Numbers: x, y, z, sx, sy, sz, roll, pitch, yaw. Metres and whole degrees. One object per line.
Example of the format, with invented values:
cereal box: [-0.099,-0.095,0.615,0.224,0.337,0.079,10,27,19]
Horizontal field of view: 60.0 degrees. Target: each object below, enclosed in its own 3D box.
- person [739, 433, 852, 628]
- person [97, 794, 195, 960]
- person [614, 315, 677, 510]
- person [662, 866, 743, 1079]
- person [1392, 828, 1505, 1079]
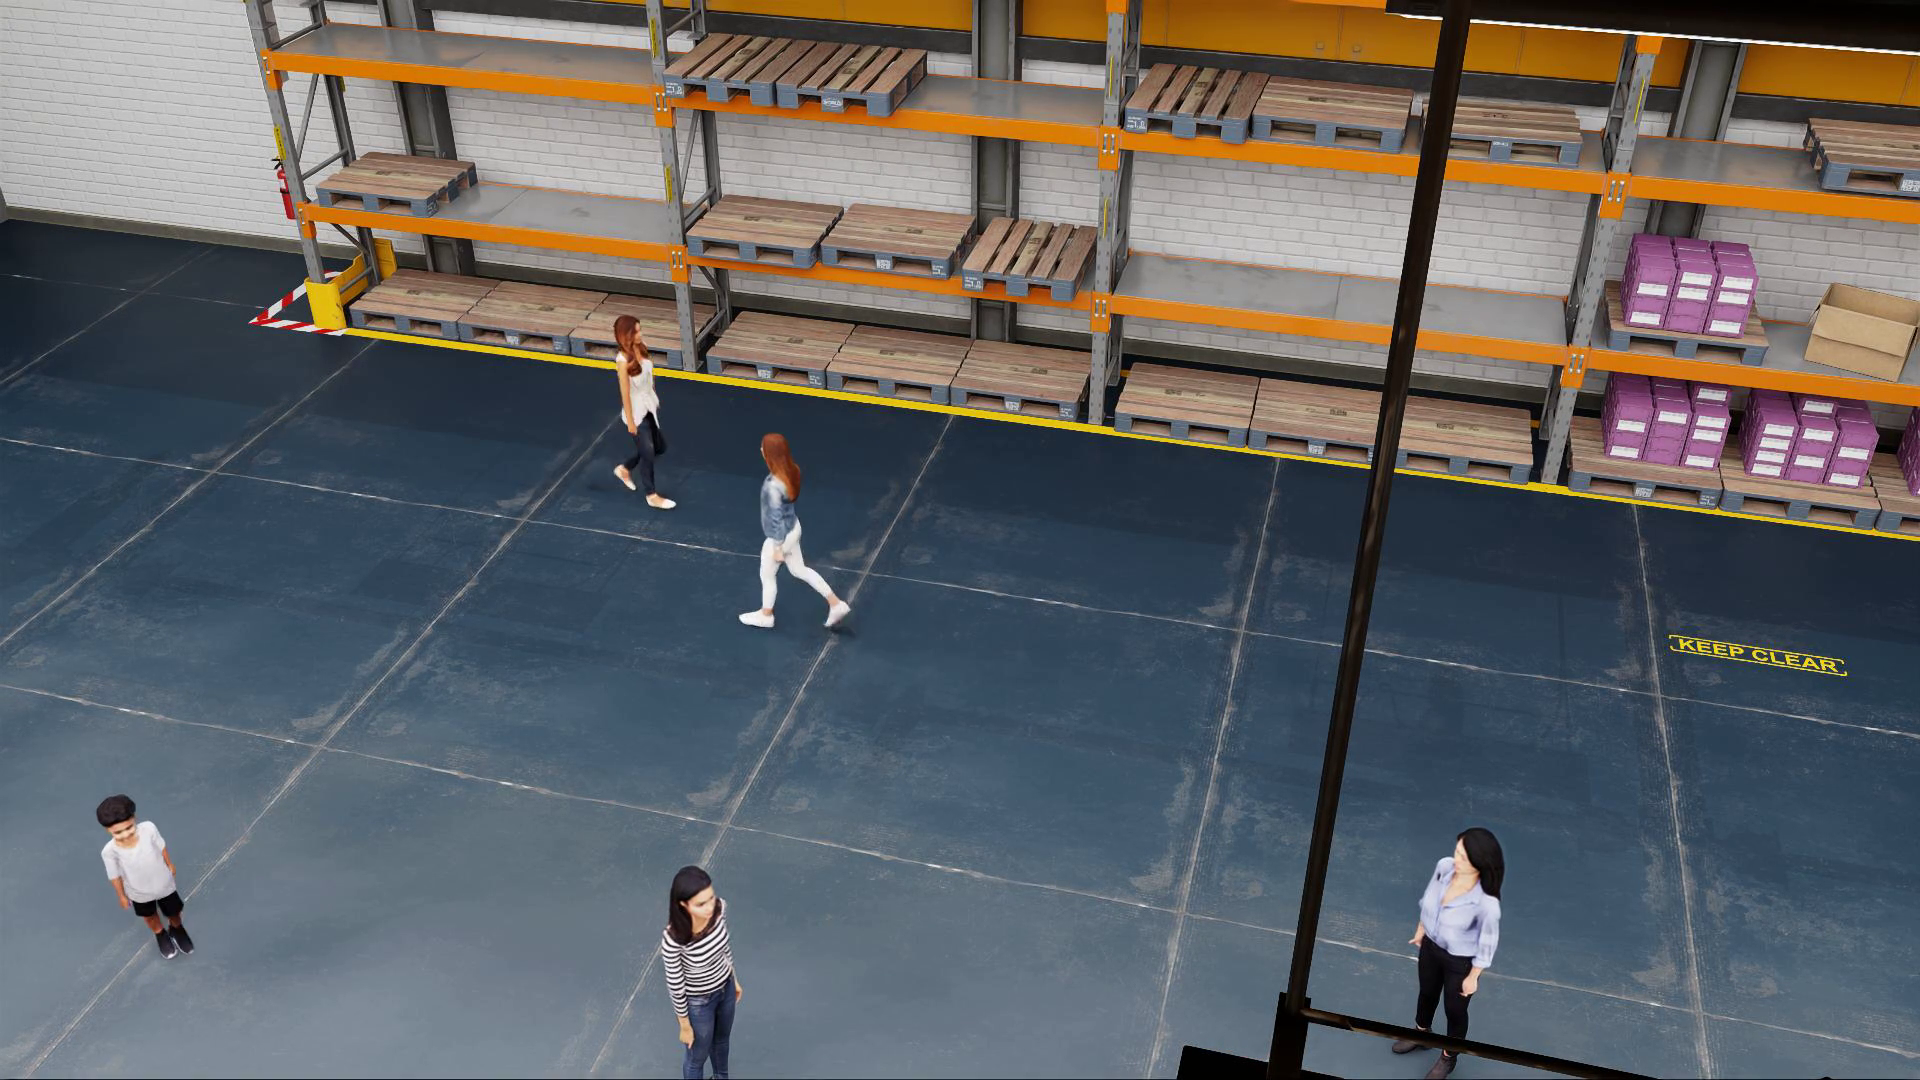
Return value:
person: [-1.210,-0.017,12.186,1.084,1.674,0.635,7,34,11]
person: [-4.754,1.918,9.664,0.596,1.243,0.644,-24,41,-32]
person: [-2.695,-1.054,13.654,0.793,1.777,0.632,10,35,15]
person: [-1.305,2.350,8.514,0.581,1.797,0.630,20,38,27]
person: [2.601,2.197,8.793,0.777,1.743,0.733,-15,37,-22]
